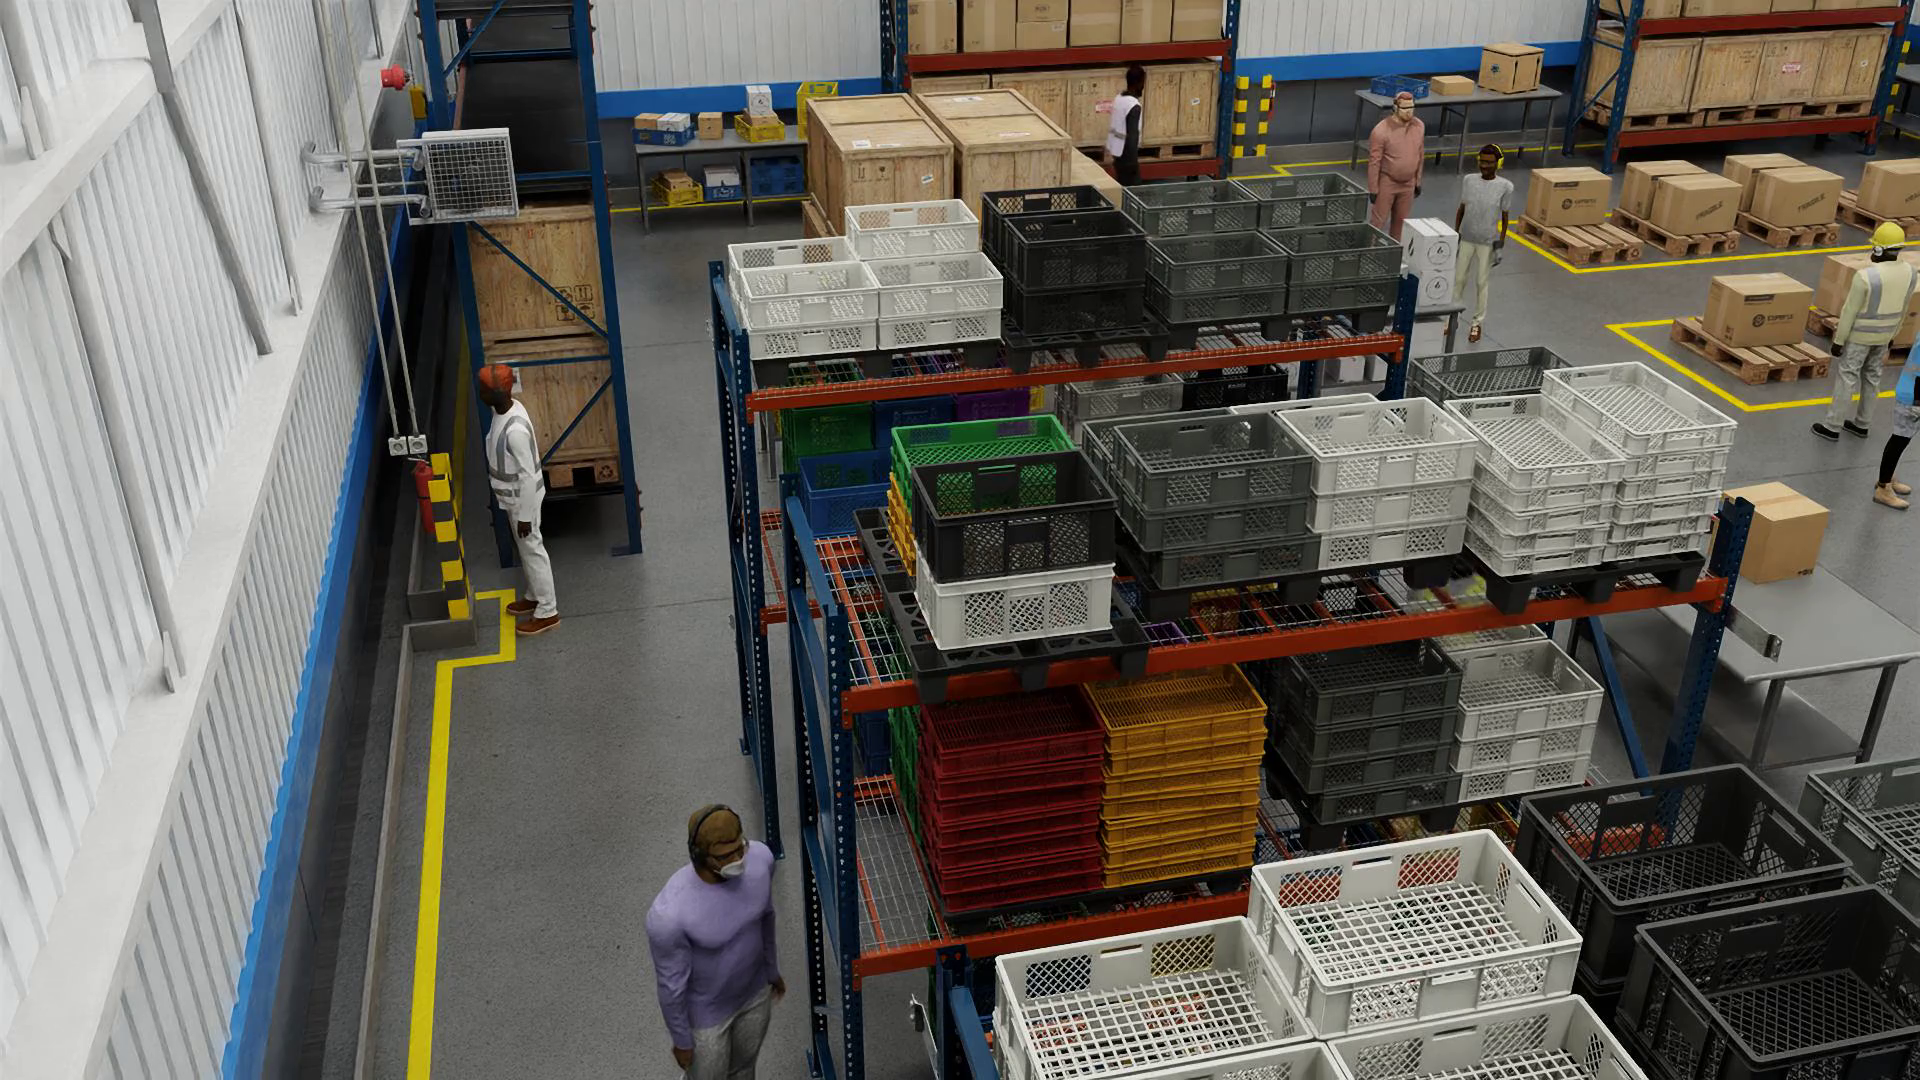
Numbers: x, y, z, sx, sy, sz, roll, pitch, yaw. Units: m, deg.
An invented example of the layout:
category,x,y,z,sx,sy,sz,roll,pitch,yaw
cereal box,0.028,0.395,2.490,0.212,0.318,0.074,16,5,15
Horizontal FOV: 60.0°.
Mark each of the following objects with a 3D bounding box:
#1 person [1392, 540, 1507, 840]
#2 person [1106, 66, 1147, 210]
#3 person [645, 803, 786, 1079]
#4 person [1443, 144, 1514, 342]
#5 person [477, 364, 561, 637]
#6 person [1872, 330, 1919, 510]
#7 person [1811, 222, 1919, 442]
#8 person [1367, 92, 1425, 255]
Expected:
category,x,y,z,sx,sy,sz,roll,pitch,yaw
person,2.701,0.694,9.115,0.661,1.776,0.980,18,33,30
person,1.829,-4.264,18.377,0.413,1.900,0.623,-6,28,-11
person,-0.946,1.858,6.717,0.379,1.940,0.629,20,34,33
person,4.856,-2.791,15.610,0.512,1.873,0.329,17,32,29
person,-2.868,-0.270,10.811,0.338,1.882,0.582,-11,30,-19
person,7.223,-1.079,12.541,0.318,1.700,0.535,16,32,28
person,7.390,-1.686,13.566,0.595,1.825,0.403,-7,29,-14
person,4.538,-3.716,17.341,0.647,1.901,0.402,-10,30,-19
